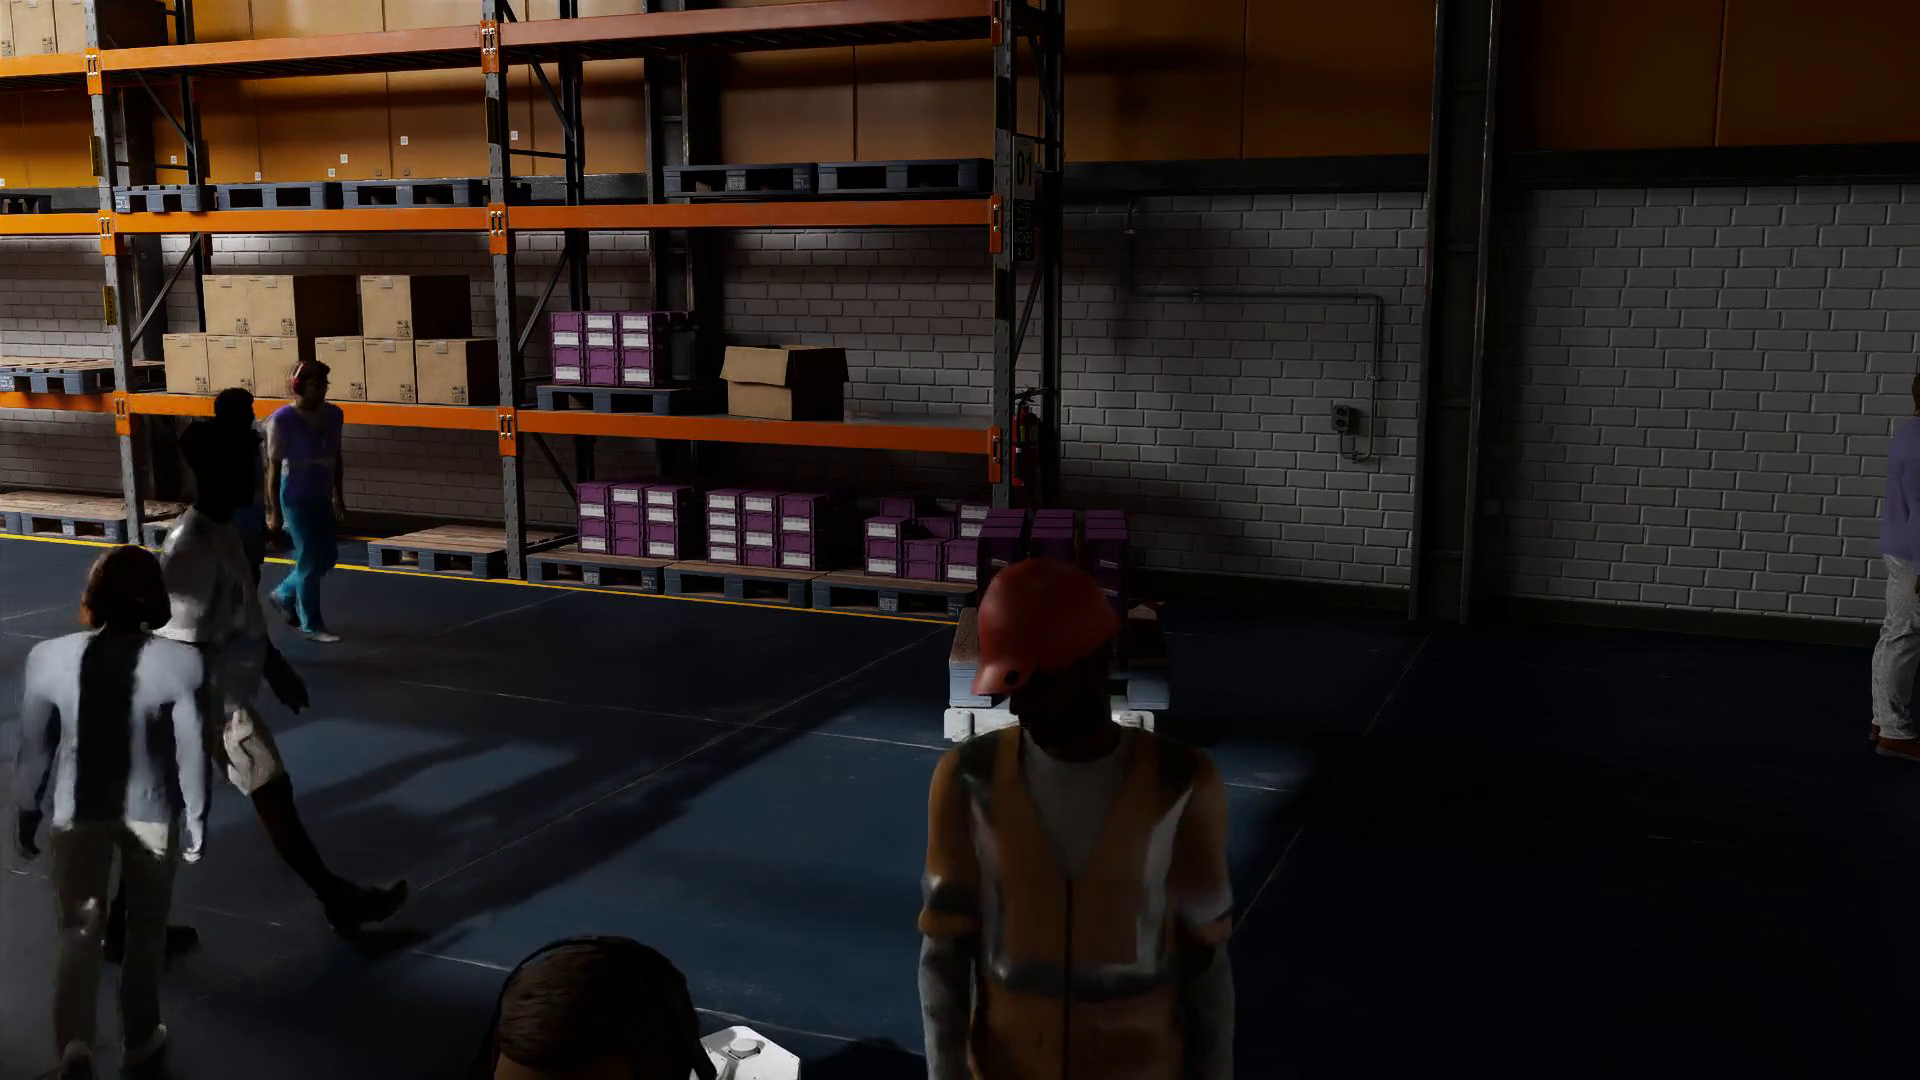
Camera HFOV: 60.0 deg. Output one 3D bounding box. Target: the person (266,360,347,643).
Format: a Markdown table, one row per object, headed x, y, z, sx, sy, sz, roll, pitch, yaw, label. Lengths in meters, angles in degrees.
| x | y | z | sx | sy | sz | roll | pitch | yaw | label |
| --- | --- | --- | --- | --- | --- | --- | --- | --- | --- |
| -4.225 | -0.252 | 10.664 | 0.595 | 1.817 | 0.607 | 4 | 10 | 21 | person |

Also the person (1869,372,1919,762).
| x | y | z | sx | sy | sz | roll | pitch | yaw | label |
| --- | --- | --- | --- | --- | --- | --- | --- | --- | --- |
| 4.712 | 0.102 | 8.165 | 0.372 | 1.940 | 0.632 | 4 | 10 | 24 | person |

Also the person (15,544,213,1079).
| x | y | z | sx | sy | sz | roll | pitch | yaw | label |
| --- | --- | --- | --- | --- | --- | --- | --- | --- | --- |
| -2.444 | 0.828 | 4.794 | 0.554 | 1.603 | 0.595 | -2 | 10 | -14 | person |

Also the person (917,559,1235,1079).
| x | y | z | sx | sy | sz | roll | pitch | yaw | label |
| --- | --- | --- | --- | --- | --- | --- | --- | --- | --- |
| 0.200 | 0.979 | 2.998 | 0.578 | 1.910 | 0.442 | 2 | 10 | 9 | person |

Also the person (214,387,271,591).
| x | y | z | sx | sy | sz | roll | pitch | yaw | label |
| --- | --- | --- | --- | --- | --- | --- | --- | --- | --- |
| -4.384 | -0.080 | 10.021 | 0.409 | 1.681 | 0.532 | 1 | 10 | 5 | person |

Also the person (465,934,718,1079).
| x | y | z | sx | sy | sz | roll | pitch | yaw | label |
| --- | --- | --- | --- | --- | --- | --- | --- | --- | --- |
| -0.328 | 1.251 | 1.559 | 0.514 | 1.846 | 0.339 | 4 | 10 | 22 | person |

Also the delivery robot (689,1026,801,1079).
| x | y | z | sx | sy | sz | roll | pitch | yaw | label |
| --- | --- | --- | --- | --- | --- | --- | --- | --- | --- |
| -0.740 | 1.428 | 4.081 | 0.707 | 0.478 | 0.477 | -8 | 13 | -41 | delivery robot |

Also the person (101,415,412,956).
| x | y | z | sx | sy | sz | roll | pitch | yaw | label |
| --- | --- | --- | --- | --- | --- | --- | --- | --- | --- |
| -2.551 | 0.512 | 5.826 | 1.045 | 1.900 | 0.609 | -4 | 10 | -23 | person |
